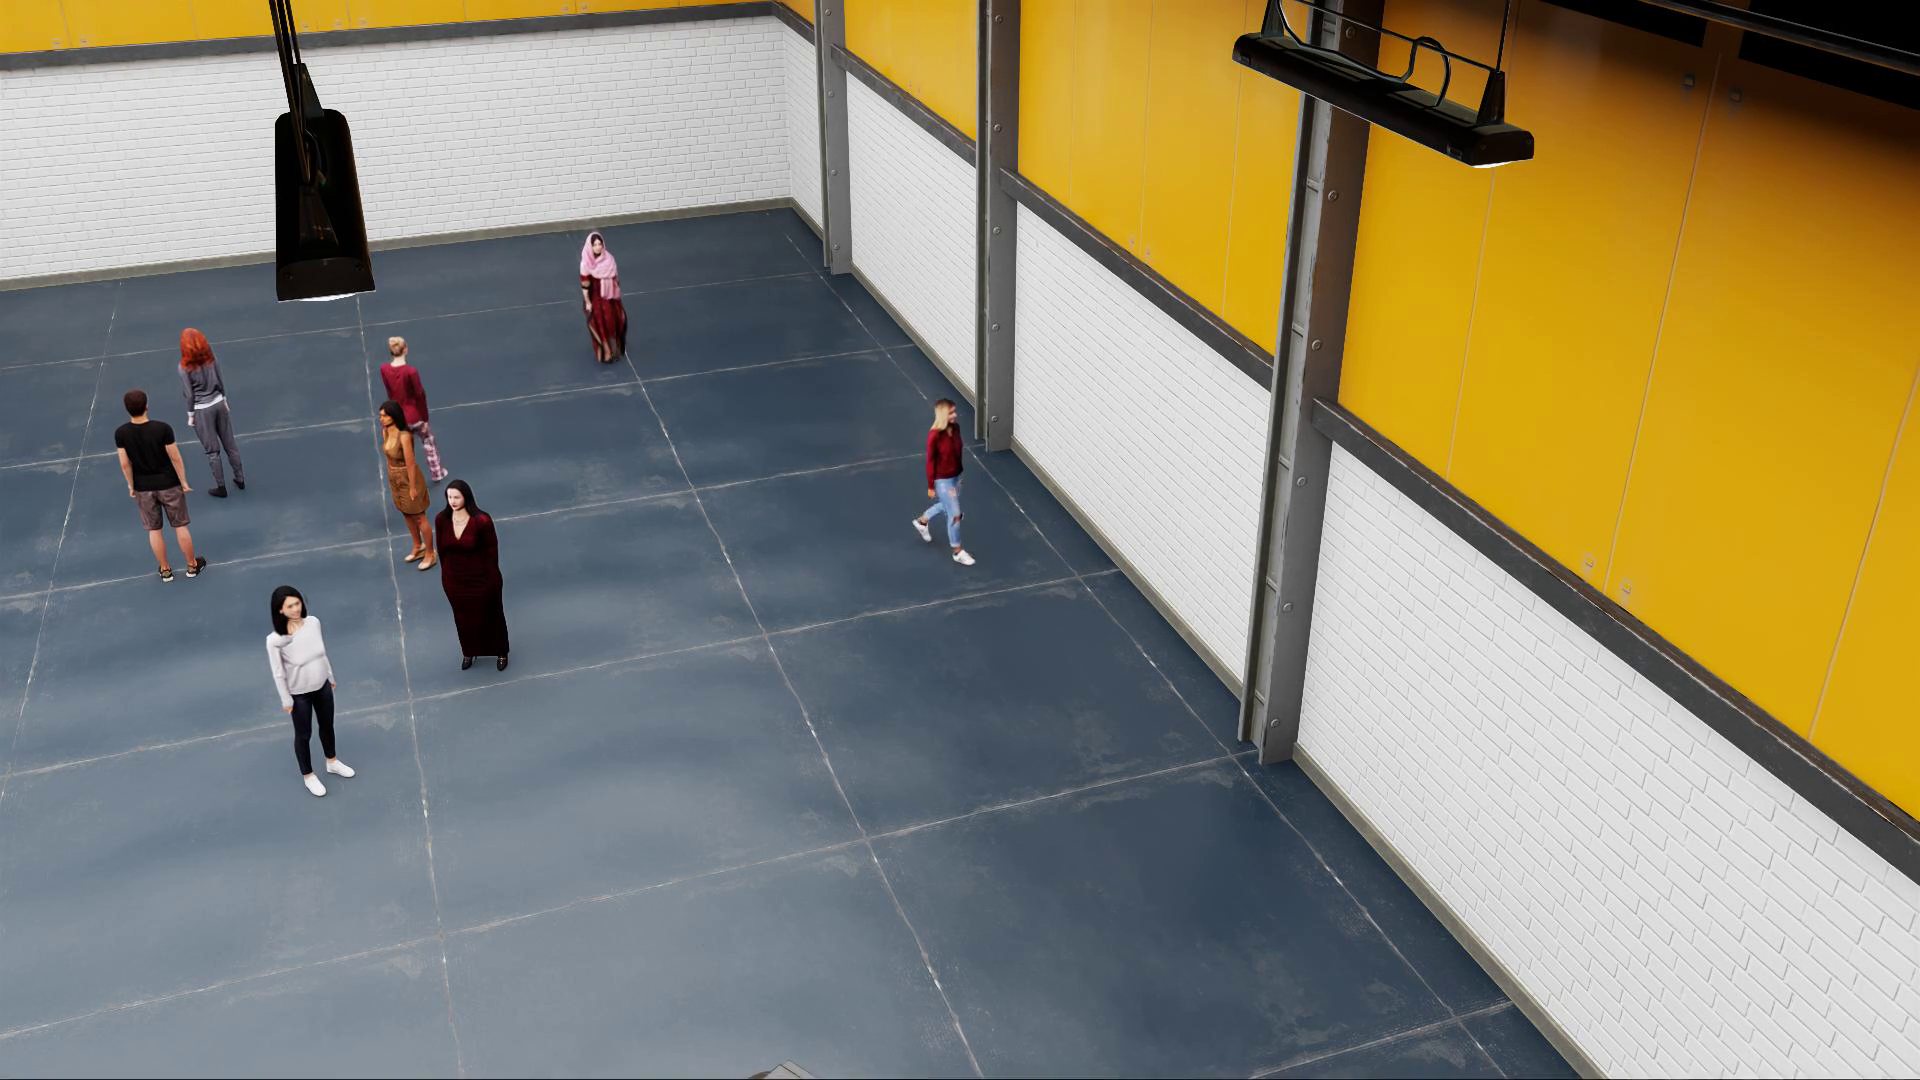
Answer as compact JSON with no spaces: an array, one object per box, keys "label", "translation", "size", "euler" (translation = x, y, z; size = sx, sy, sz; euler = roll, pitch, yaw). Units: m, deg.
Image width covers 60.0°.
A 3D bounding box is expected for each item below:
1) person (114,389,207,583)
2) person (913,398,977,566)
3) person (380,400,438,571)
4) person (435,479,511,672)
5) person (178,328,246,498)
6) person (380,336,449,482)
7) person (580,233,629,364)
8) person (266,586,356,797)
[{"label":"person","translation":[-7.312,-0.499,15.121],"size":[0.674,1.861,0.588],"euler":[-8,30,-14]},{"label":"person","translation":[-0.168,-0.577,15.530],"size":[1.120,1.606,0.968],"euler":[18,33,29]},{"label":"person","translation":[-5.099,-0.520,15.341],"size":[0.600,1.687,0.697],"euler":[21,35,34]},{"label":"person","translation":[-4.047,0.288,13.786],"size":[0.748,1.758,0.739],"euler":[2,29,3]},{"label":"person","translation":[-7.520,-1.282,16.643],"size":[0.675,1.779,0.654],"euler":[18,33,29]},{"label":"person","translation":[-5.542,-1.202,16.597],"size":[0.858,1.681,0.975],"euler":[4,29,8]},{"label":"person","translation":[-4.283,-2.892,19.754],"size":[0.706,1.625,0.718],"euler":[-17,33,-28]},{"label":"person","translation":[-4.864,1.091,12.373],"size":[0.756,1.701,0.712],"euler":[16,32,26]}]
